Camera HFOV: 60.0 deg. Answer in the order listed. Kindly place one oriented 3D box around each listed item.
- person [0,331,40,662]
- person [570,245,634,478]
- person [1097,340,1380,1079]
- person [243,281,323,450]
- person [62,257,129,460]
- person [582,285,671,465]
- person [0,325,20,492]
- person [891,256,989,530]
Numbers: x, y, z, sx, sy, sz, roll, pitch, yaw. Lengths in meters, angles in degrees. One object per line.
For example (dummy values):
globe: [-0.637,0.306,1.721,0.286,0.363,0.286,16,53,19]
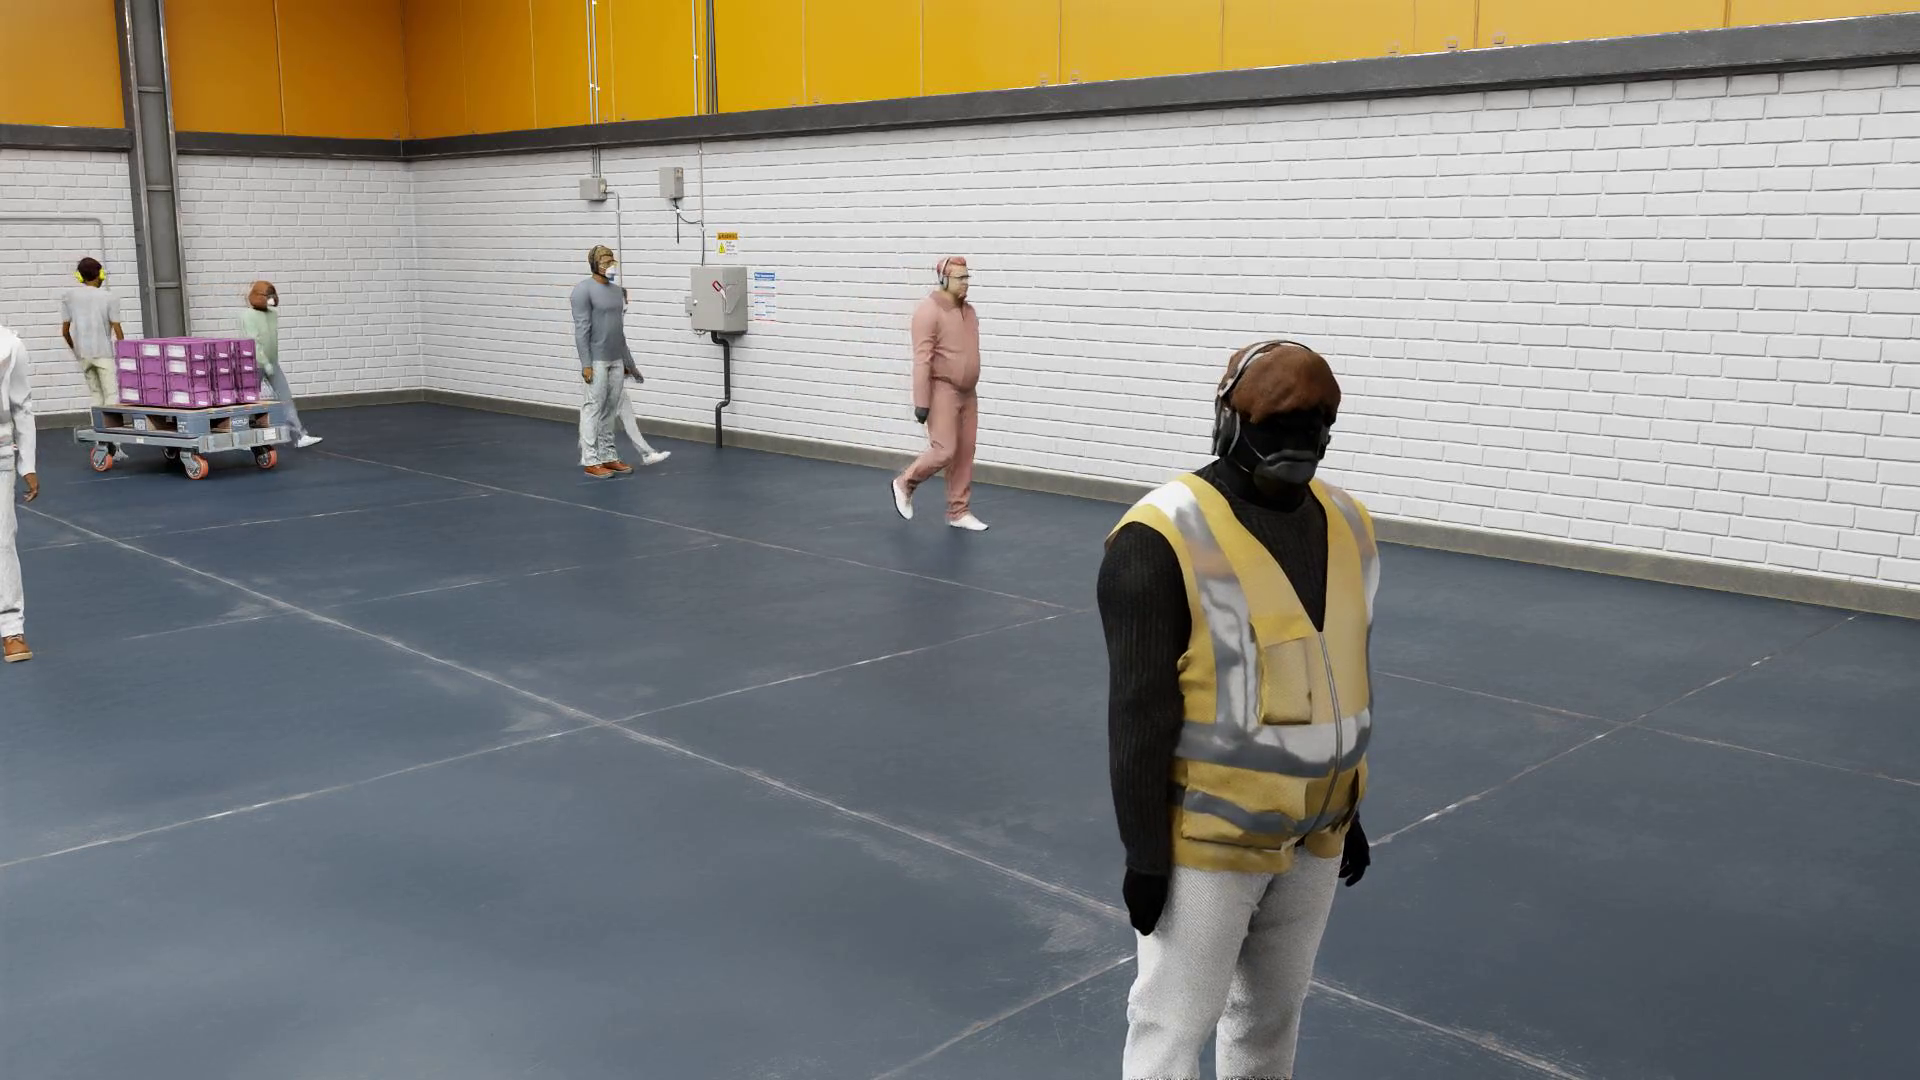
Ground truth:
person: [-4.662,-0.341,7.827,0.575,1.885,0.361,-5,12,-27]
person: [-3.000,-1.499,13.997,0.371,1.941,0.627,4,11,22]
person: [0.549,0.545,3.132,0.624,1.838,0.430,-7,13,-34]
person: [-6.428,-1.611,15.543,0.842,1.591,0.502,3,11,16]
person: [-7.808,-1.622,15.019,0.546,1.822,0.577,-1,10,-6]
person: [-2.961,-1.432,14.574,0.840,1.585,0.498,-1,10,-5]
person: [-7.415,-1.092,12.681,0.519,1.609,0.787,-6,12,-30]
person: [-0.122,-1.003,11.444,0.616,1.890,0.647,7,12,33]
